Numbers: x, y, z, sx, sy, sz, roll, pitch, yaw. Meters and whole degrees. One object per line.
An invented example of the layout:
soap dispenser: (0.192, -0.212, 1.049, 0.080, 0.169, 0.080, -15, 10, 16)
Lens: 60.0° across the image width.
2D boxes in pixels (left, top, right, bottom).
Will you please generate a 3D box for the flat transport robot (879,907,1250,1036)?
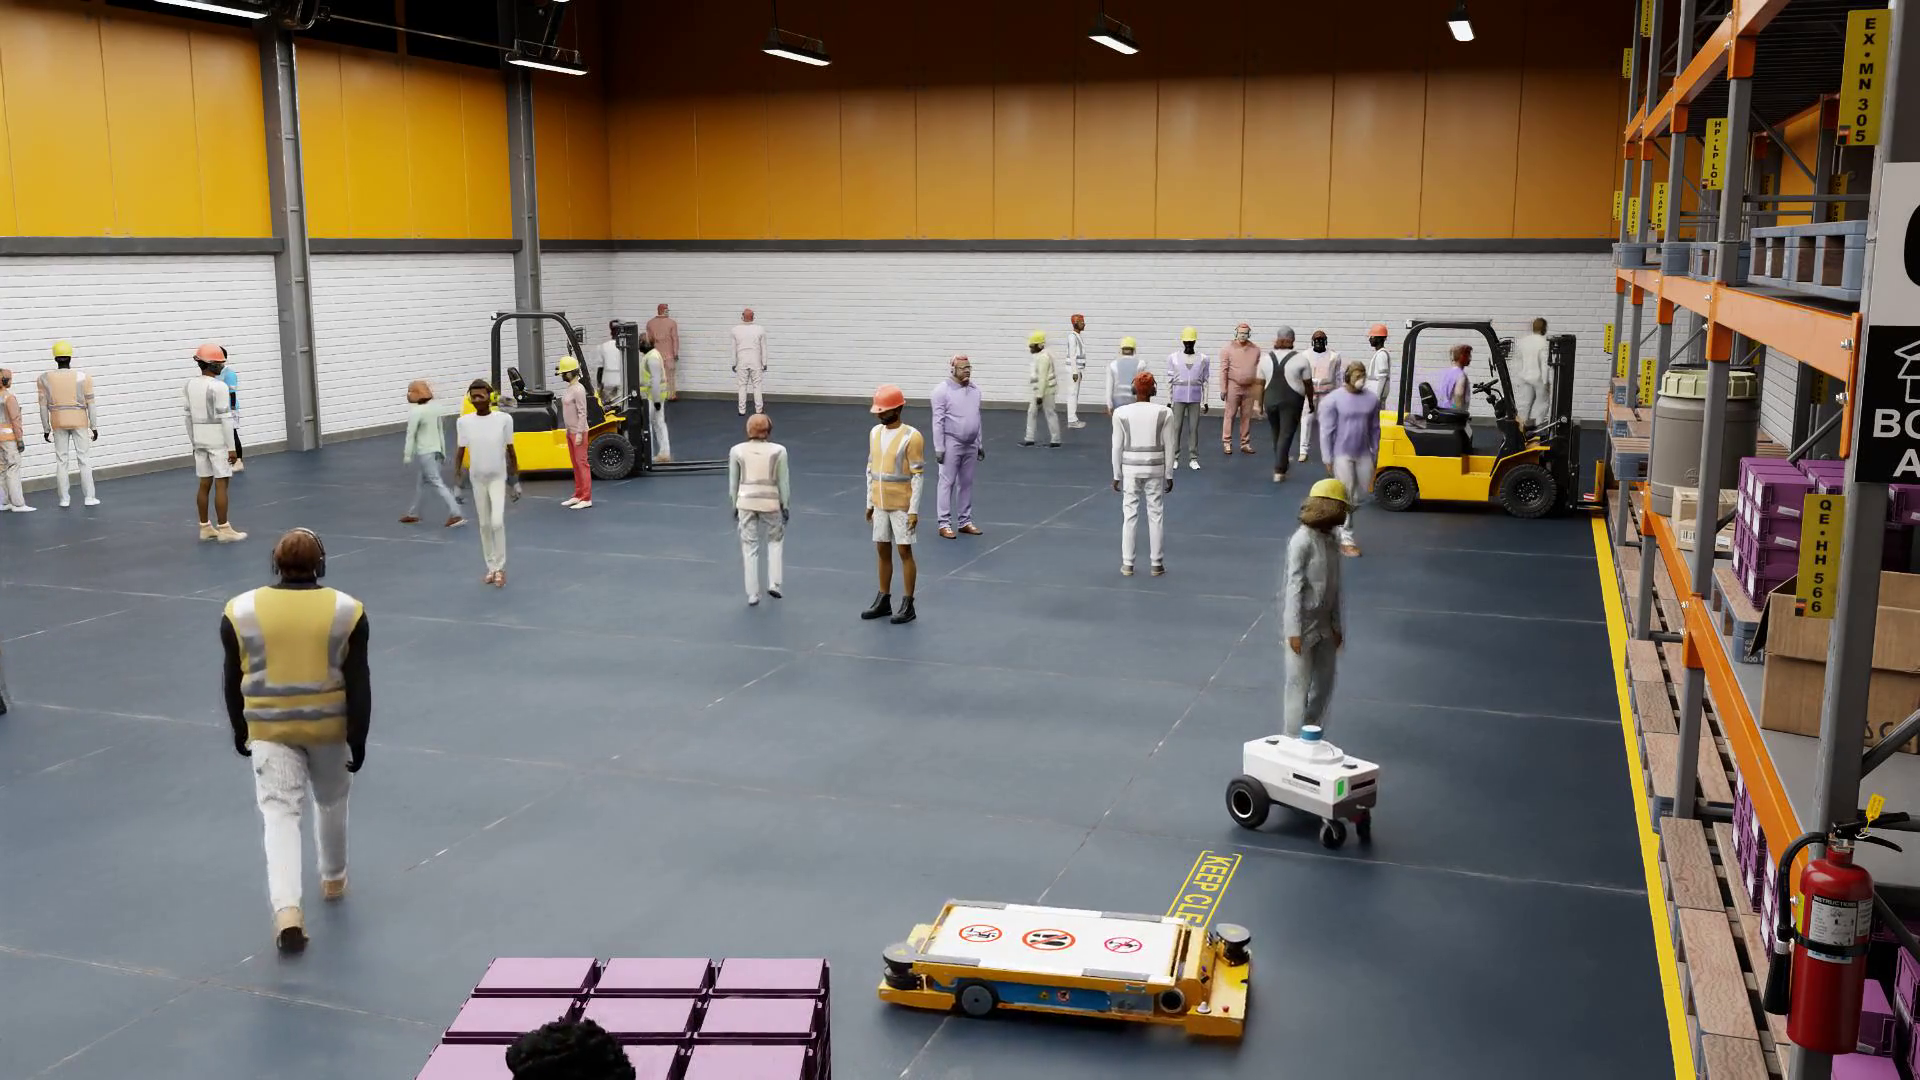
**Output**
flat transport robot: (0.442, 1.714, 6.749, 1.431, 0.197, 0.652, 2, 10, 12)

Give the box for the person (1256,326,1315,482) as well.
person: (4.238, -1.803, 21.573, 0.684, 2.000, 1.061, 7, 12, 34)

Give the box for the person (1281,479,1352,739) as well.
person: (2.010, 0.507, 9.518, 0.345, 1.709, 0.605, 9, 13, 40)

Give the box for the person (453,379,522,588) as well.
person: (-4.210, -0.497, 14.749, 0.571, 1.845, 0.696, -1, 10, -4)

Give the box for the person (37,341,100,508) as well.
person: (-10.301, -1.334, 19.241, 0.590, 1.930, 0.358, -4, 11, -20)

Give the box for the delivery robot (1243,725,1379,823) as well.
delivery robot: (1.804, 1.201, 8.574, 0.477, 0.478, 0.707, -8, 13, -36)

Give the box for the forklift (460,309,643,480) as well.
forklift: (-5.354, -1.902, 21.697, 2.313, 2.155, 1.214, -2, 10, -13)

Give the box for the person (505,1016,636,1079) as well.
person: (-0.622, 1.658, 3.075, 0.628, 1.680, 0.542, -3, 11, -17)

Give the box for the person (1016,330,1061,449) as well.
person: (1.169, -2.211, 24.620, 0.770, 1.777, 0.597, -2, 10, -12)

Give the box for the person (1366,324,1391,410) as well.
person: (5.803, -2.039, 23.192, 0.357, 1.936, 0.551, 2, 10, 11)

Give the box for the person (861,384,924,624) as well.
person: (-0.552, -0.290, 13.374, 0.542, 1.927, 0.374, 8, 13, 37)

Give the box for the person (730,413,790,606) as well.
person: (-1.694, -0.257, 14.063, 0.522, 1.617, 0.418, 0, 10, 0)

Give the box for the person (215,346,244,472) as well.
person: (-9.860, -1.755, 22.289, 0.536, 1.691, 0.319, 7, 12, 34)

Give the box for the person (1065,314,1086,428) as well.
person: (1.940, -2.814, 27.713, 0.355, 1.883, 0.574, 2, 10, 10)

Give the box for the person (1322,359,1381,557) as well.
person: (3.840, -0.822, 16.395, 0.654, 1.923, 0.710, -3, 10, -16)

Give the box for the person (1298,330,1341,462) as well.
person: (5.000, -2.005, 23.274, 0.633, 1.843, 0.429, 2, 10, 10)

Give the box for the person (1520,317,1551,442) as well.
person: (8.899, -2.458, 25.592, 0.545, 1.921, 0.660, -4, 11, -23)

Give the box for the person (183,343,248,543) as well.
person: (-7.611, -0.991, 16.995, 0.613, 2.041, 0.393, 5, 11, 28)

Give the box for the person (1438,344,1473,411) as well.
person: (6.006, -1.488, 20.405, 0.604, 1.826, 0.572, 0, 10, 0)

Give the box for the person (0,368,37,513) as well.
person: (-10.812, -1.125, 18.873, 0.514, 1.645, 0.309, 6, 11, 29)

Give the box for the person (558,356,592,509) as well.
person: (-4.452, -1.236, 19.177, 0.326, 1.761, 0.523, -5, 11, -28)

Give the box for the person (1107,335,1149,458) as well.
person: (2.276, -1.874, 22.639, 0.592, 1.805, 0.706, 3, 10, 15)

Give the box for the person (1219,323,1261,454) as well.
person: (4.086, -2.195, 24.165, 0.651, 1.904, 0.403, -3, 10, -16)

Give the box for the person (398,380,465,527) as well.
person: (-5.738, -0.934, 17.953, 0.865, 1.589, 0.512, 3, 10, 14)

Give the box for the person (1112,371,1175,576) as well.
person: (1.680, -0.602, 15.261, 0.575, 1.882, 0.354, 1, 10, 6)

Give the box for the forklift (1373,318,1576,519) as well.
forklift: (5.787, -1.437, 19.079, 2.313, 2.155, 1.214, 3, 11, 19)

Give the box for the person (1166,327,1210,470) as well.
person: (3.080, -1.911, 22.500, 0.585, 1.928, 0.368, 0, 10, 1)

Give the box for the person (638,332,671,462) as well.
person: (-4.374, -1.972, 23.165, 0.711, 1.821, 0.632, -1, 10, -8)

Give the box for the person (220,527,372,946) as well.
person: (-2.923, 0.842, 7.375, 0.615, 1.799, 0.950, -4, 11, -20)

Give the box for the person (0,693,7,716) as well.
person: (-6.356, 0.285, 10.242, 0.563, 1.883, 0.996, 3, 10, 14)

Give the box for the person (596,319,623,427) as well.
person: (-5.161, -2.357, 25.027, 0.618, 1.935, 0.888, 1, 10, 3)

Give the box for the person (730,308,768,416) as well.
person: (-3.734, -3.146, 29.509, 0.651, 1.909, 0.409, 0, 10, -2)

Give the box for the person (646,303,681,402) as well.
person: (-5.726, -3.619, 32.192, 0.642, 1.905, 0.399, 3, 10, 16)

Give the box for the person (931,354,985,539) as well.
person: (0.004, -0.977, 17.298, 0.637, 1.911, 0.406, -9, 13, -40)
